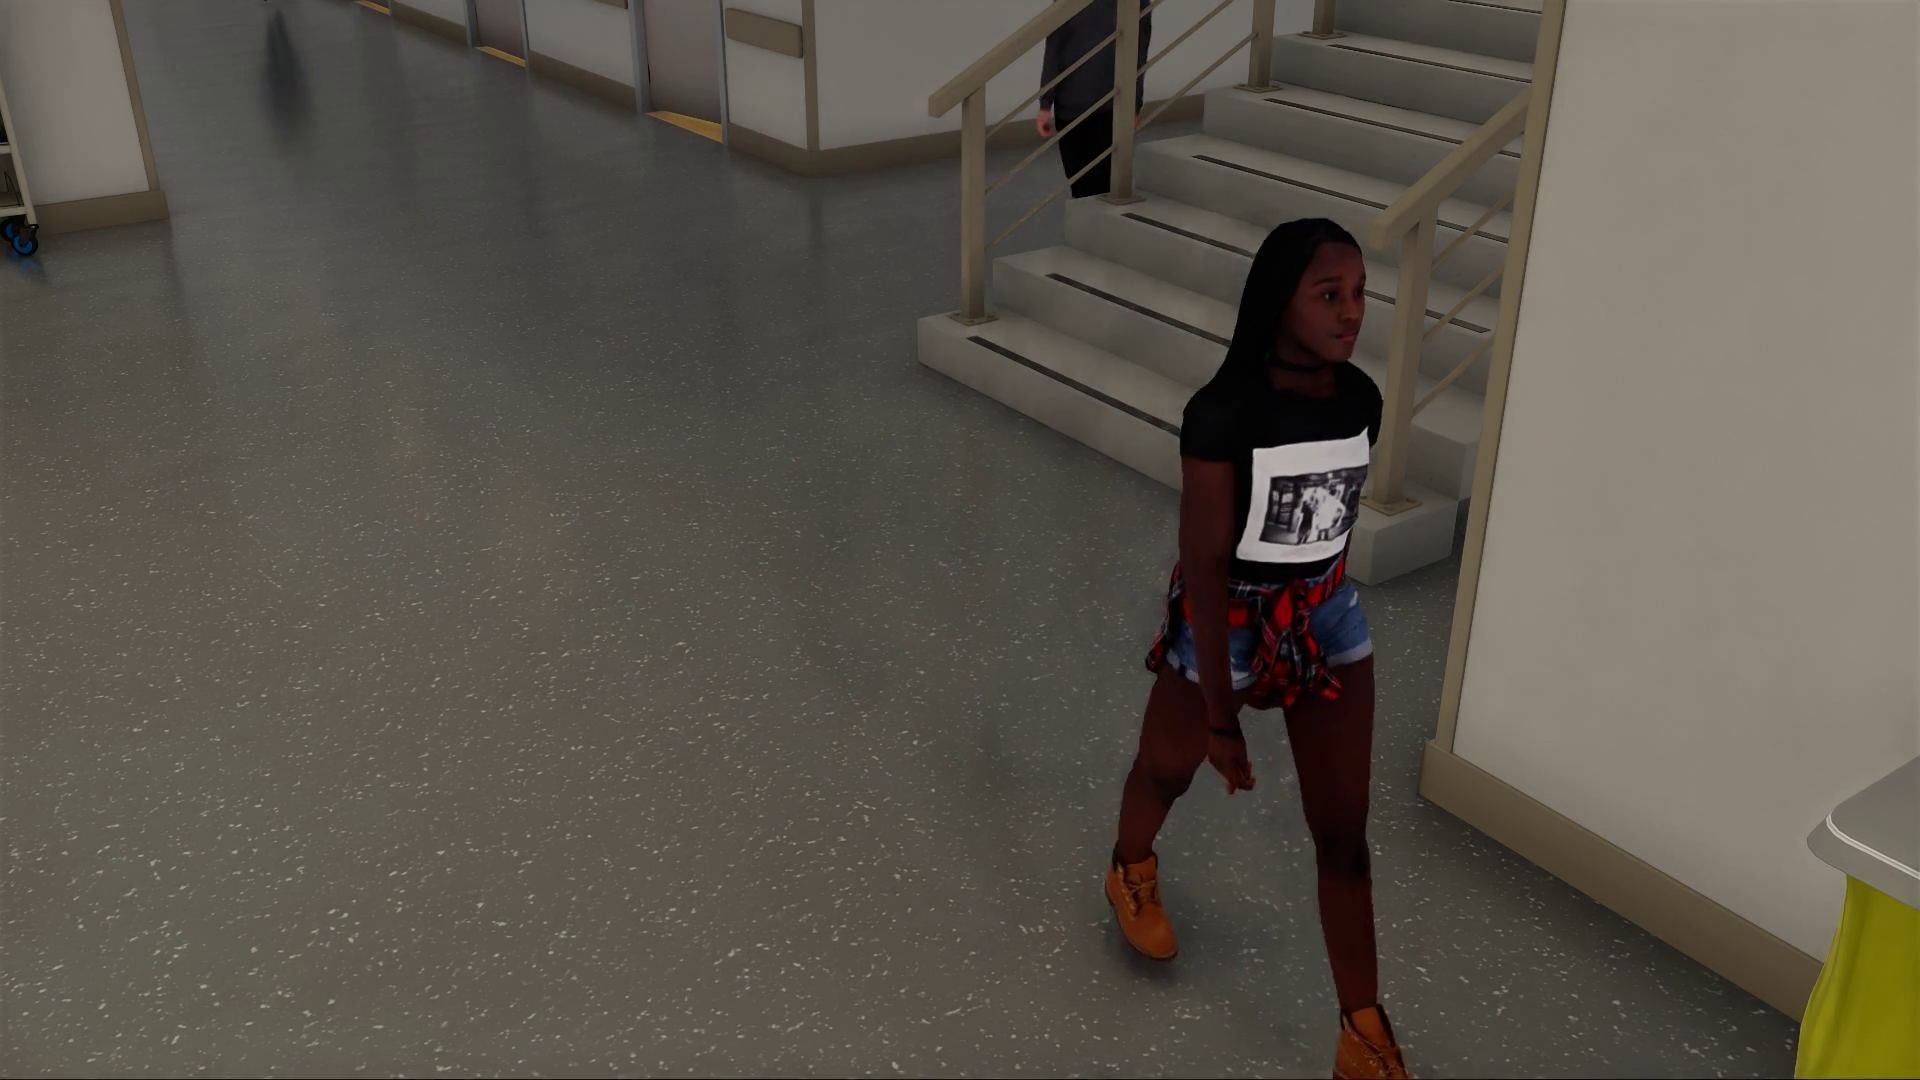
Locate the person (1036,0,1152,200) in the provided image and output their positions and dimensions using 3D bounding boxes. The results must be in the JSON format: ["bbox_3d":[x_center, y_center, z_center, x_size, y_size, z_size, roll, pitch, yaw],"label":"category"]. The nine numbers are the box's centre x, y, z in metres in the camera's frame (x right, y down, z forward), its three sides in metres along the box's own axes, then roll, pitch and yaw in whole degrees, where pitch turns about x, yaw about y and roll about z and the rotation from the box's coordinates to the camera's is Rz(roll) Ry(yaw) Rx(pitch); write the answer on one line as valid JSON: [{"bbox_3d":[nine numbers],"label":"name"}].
[{"bbox_3d":[0.629,-2.038,7.888,1.022,1.722,1.200,9,27,18],"label":"person"}]

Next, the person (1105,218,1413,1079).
[{"bbox_3d":[0.516,0.221,3.254,1.169,1.677,0.826,-11,28,-21],"label":"person"}]
